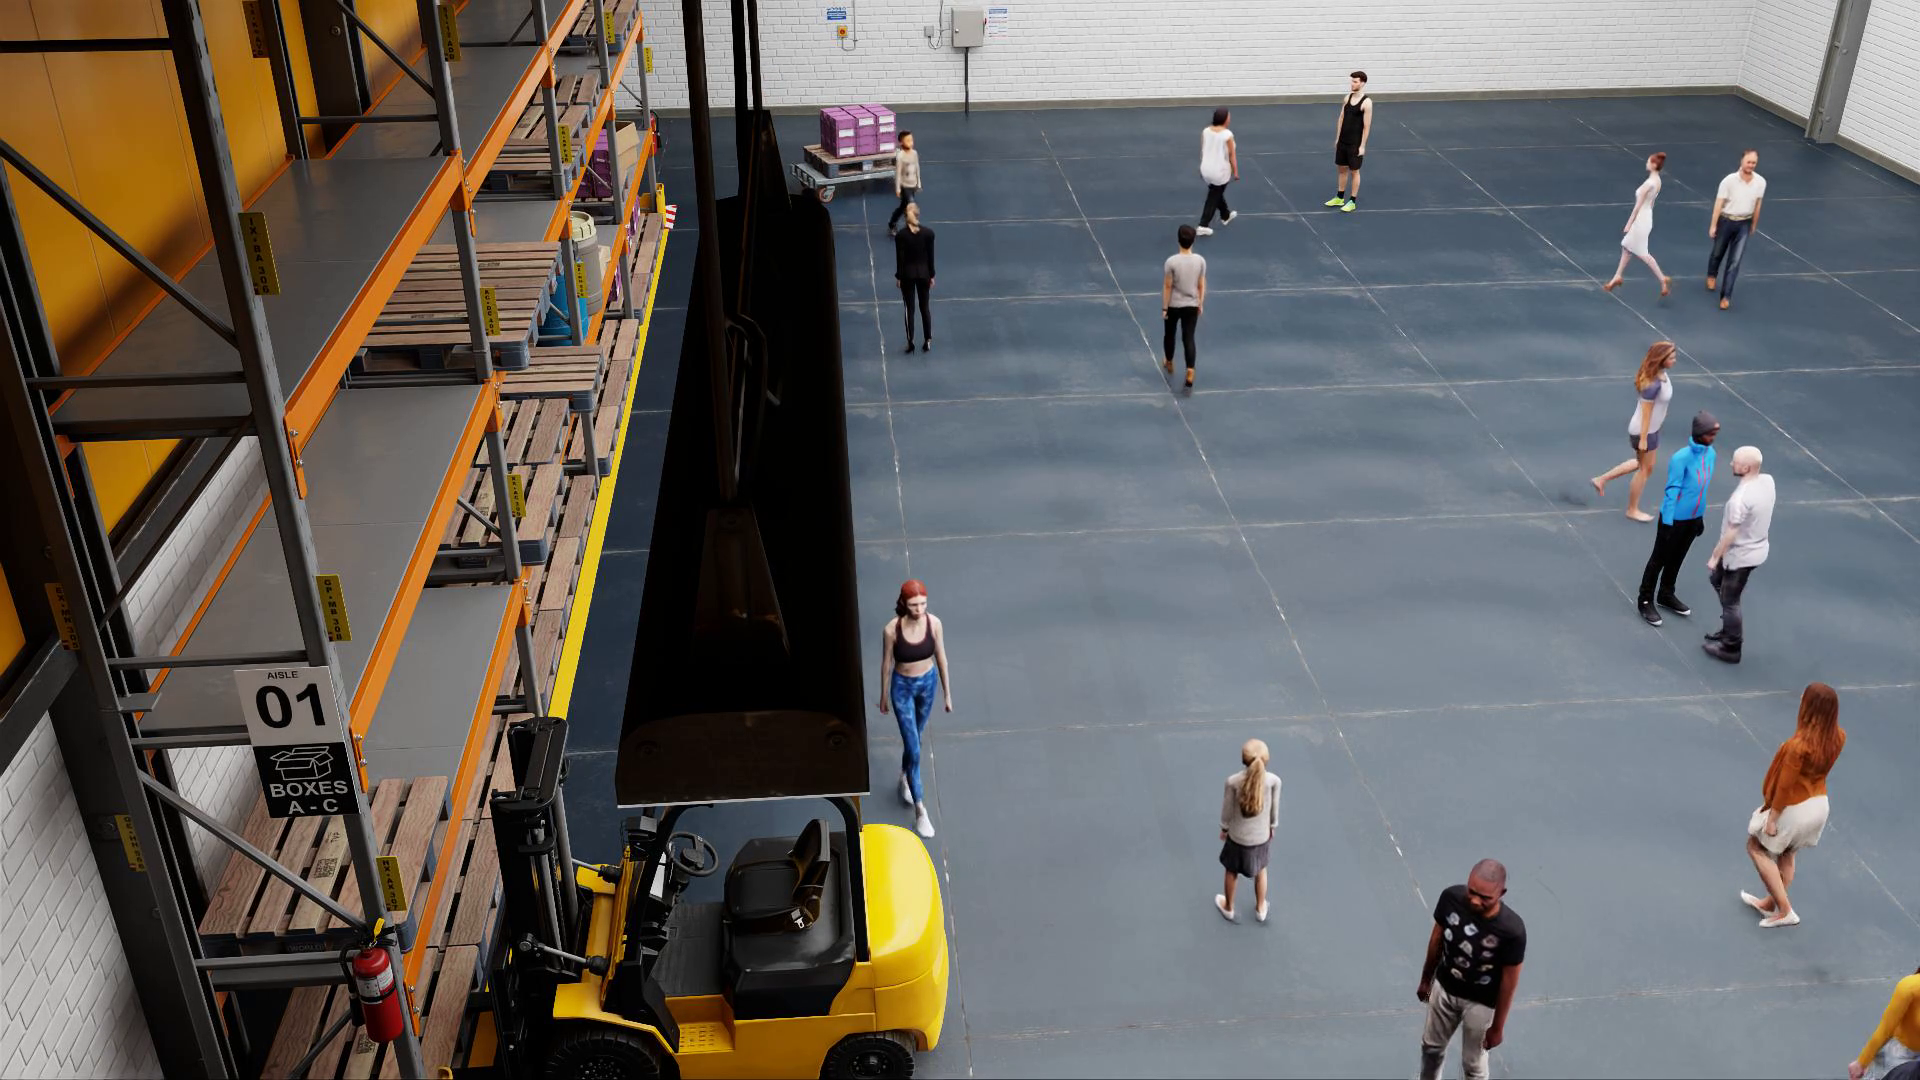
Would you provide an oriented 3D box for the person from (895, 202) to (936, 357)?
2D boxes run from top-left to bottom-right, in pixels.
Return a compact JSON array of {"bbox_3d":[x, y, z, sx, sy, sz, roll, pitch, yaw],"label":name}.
[{"bbox_3d":[-0.490,-2.858,18.232,0.641,1.704,0.570,-7,29,-13],"label":"person"}]

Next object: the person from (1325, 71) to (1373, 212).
[{"bbox_3d":[5.390,-5.495,22.870,0.827,1.892,0.717,-20,34,-32],"label":"person"}]

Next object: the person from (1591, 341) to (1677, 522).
[{"bbox_3d":[6.015,-0.989,14.797,0.905,1.712,0.887,14,32,24],"label":"person"}]

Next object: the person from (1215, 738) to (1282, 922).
[{"bbox_3d":[1.772,1.775,10.190,0.527,1.270,0.538,1,29,1],"label":"person"}]

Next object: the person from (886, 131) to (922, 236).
[{"bbox_3d":[-0.741,-4.617,21.729,1.005,1.443,0.976,19,34,31],"label":"person"}]

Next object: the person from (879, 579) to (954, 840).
[{"bbox_3d":[-0.340,1.009,11.081,0.787,1.762,1.037,-11,31,-20],"label":"person"}]

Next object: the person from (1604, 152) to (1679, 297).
[{"bbox_3d":[8.150,-3.681,19.676,1.056,1.766,1.051,19,34,30],"label":"person"}]

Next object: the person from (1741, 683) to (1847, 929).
[{"bbox_3d":[5.069,1.651,9.961,0.729,1.708,0.805,-12,31,-21],"label":"person"}]

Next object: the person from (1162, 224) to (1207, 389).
[{"bbox_3d":[2.344,-2.419,17.442,0.616,1.690,1.087,-1,29,-2],"label":"person"}]

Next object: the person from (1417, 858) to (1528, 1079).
[{"bbox_3d":[2.639,2.344,8.595,0.866,1.799,0.785,-24,37,-37],"label":"person"}]

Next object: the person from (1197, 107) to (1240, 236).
[{"bbox_3d":[3.339,-4.817,21.883,1.074,1.647,1.142,-19,34,-31],"label":"person"}]

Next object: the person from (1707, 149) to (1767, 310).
[{"bbox_3d":[9.172,-3.755,19.758,1.015,1.817,1.338,9,30,16],"label":"person"}]

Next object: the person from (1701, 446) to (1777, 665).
[{"bbox_3d":[5.997,0.154,12.603,0.857,1.807,0.897,-22,35,-34],"label":"person"}]

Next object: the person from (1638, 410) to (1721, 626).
[{"bbox_3d":[5.741,-0.204,13.265,0.685,1.801,0.677,-14,32,-25],"label":"person"}]
